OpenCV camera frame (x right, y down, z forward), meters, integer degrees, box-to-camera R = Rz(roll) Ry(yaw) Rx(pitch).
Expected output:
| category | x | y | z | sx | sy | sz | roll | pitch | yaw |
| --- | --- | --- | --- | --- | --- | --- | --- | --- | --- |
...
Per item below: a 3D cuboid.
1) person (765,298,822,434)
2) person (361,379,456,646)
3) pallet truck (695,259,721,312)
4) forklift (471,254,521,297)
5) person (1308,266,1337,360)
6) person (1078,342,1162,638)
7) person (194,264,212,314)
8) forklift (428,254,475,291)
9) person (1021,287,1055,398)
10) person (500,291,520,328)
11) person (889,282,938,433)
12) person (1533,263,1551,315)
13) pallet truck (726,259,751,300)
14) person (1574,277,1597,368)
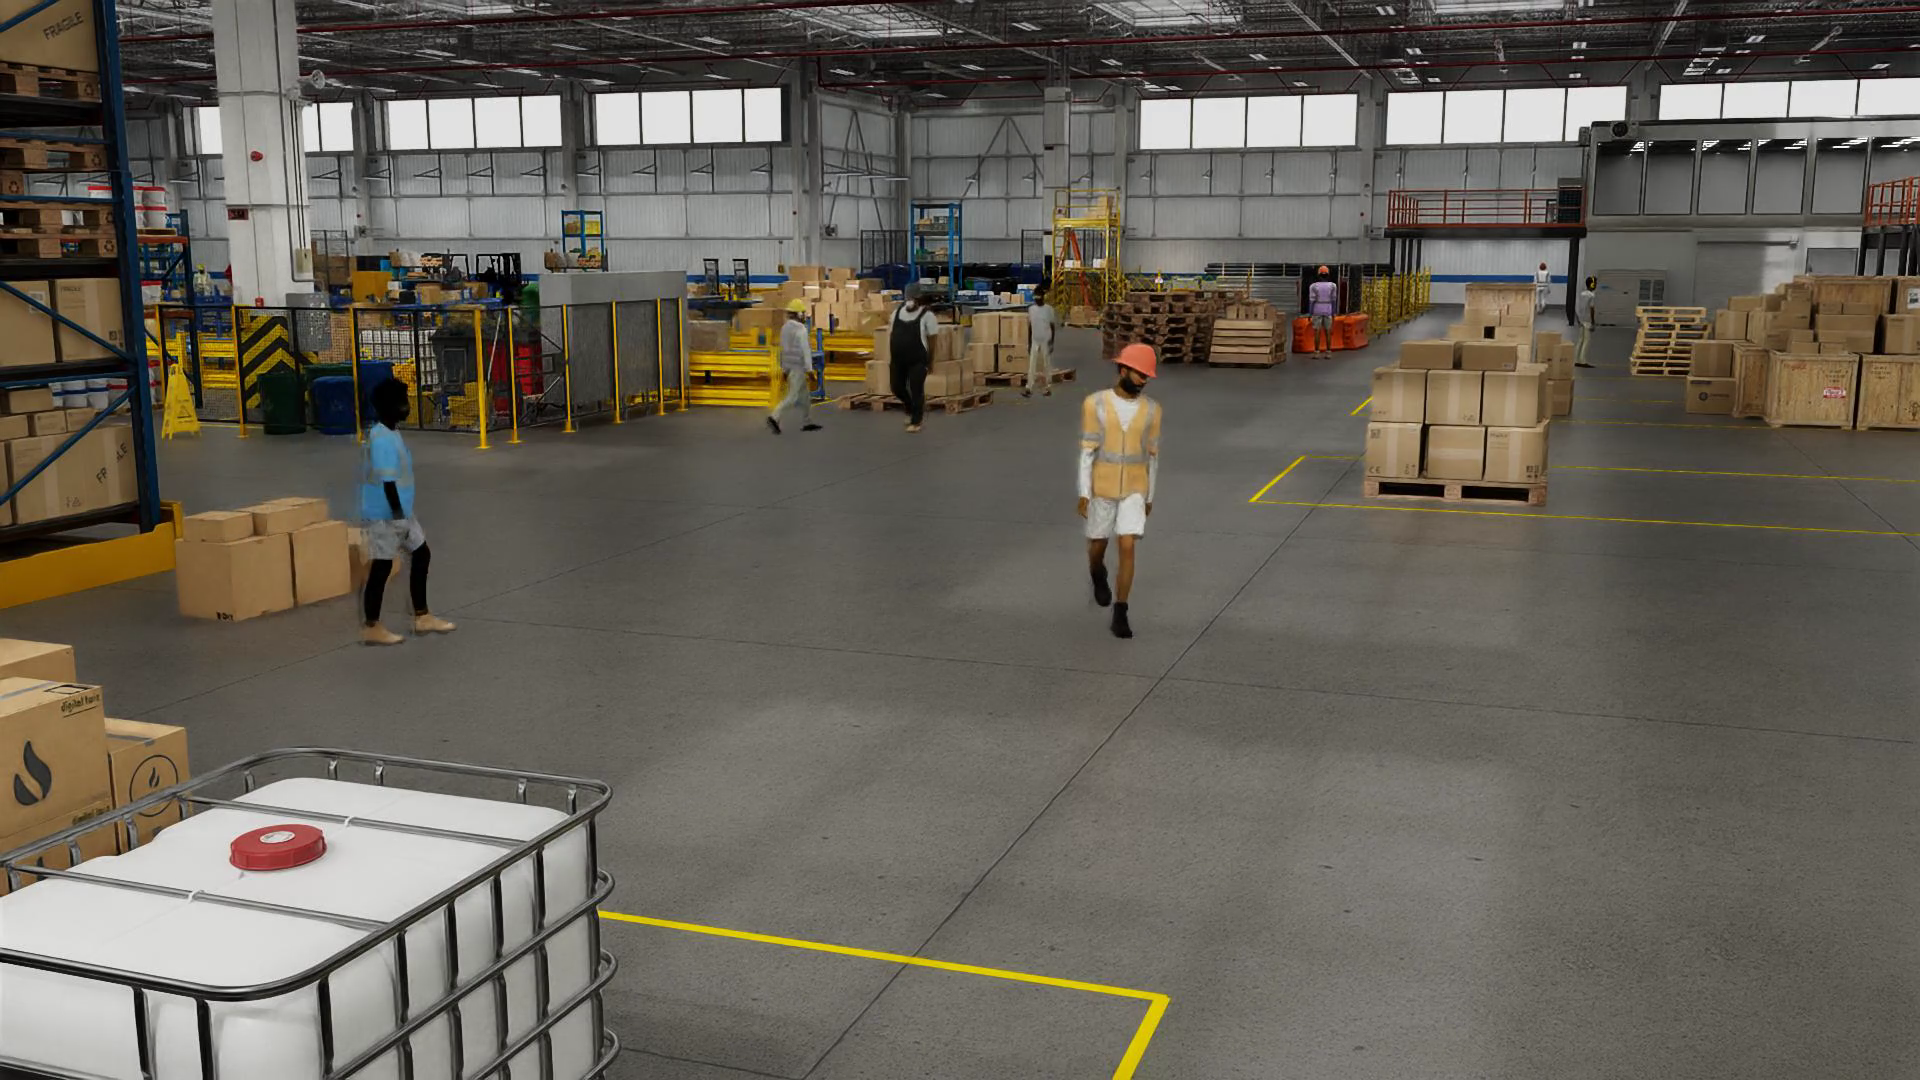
| category | x | y | z | sx | sy | sz | roll | pitch | yaw |
| --- | --- | --- | --- | --- | --- | --- | --- | --- | --- |
| person | -2.229 | -2.304 | 22.097 | 0.834 | 1.803 | 0.595 | -5 | 11 | -27 |
| person | -3.456 | -0.168 | 10.399 | 0.672 | 1.670 | 0.560 | -2 | 10 | -12 |
| pallet truck | -9.165 | -9.627 | 62.776 | 0.823 | 1.965 | 1.885 | 4 | 11 | 23 |
| forklift | -17.990 | -10.121 | 64.684 | 1.157 | 1.987 | 2.680 | 3 | 11 | 17 |
| person | 7.925 | -4.969 | 36.413 | 0.607 | 2.044 | 0.381 | -1 | 10 | -3 |
| person | 1.024 | -0.356 | 10.889 | 0.554 | 1.887 | 0.834 | -1 | 10 | -4 |
| person | -27.622 | -9.166 | 60.704 | 0.602 | 1.809 | 0.711 | -3 | 10 | -16 |
| forklift | -20.133 | -10.254 | 65.465 | 1.157 | 1.987 | 2.680 | 3 | 11 | 19 |
| person | 1.299 | -3.230 | 27.247 | 0.551 | 1.817 | 0.961 | 5 | 11 | 27 |
| person | -8.351 | -3.755 | 30.660 | 0.835 | 1.652 | 0.552 | 4 | 11 | 20 |
| person | -0.651 | -2.444 | 22.199 | 0.697 | 2.000 | 0.572 | 5 | 11 | 28 |
| person | 20.874 | -9.012 | 59.694 | 0.580 | 1.869 | 0.526 | 4 | 11 | 19 |
| pallet truck | -7.986 | -9.493 | 62.019 | 0.823 | 1.965 | 1.885 | 3 | 11 | 17 |
| person | 12.827 | -4.448 | 34.016 | 0.328 | 1.861 | 0.501 | -2 | 10 | -12 |
